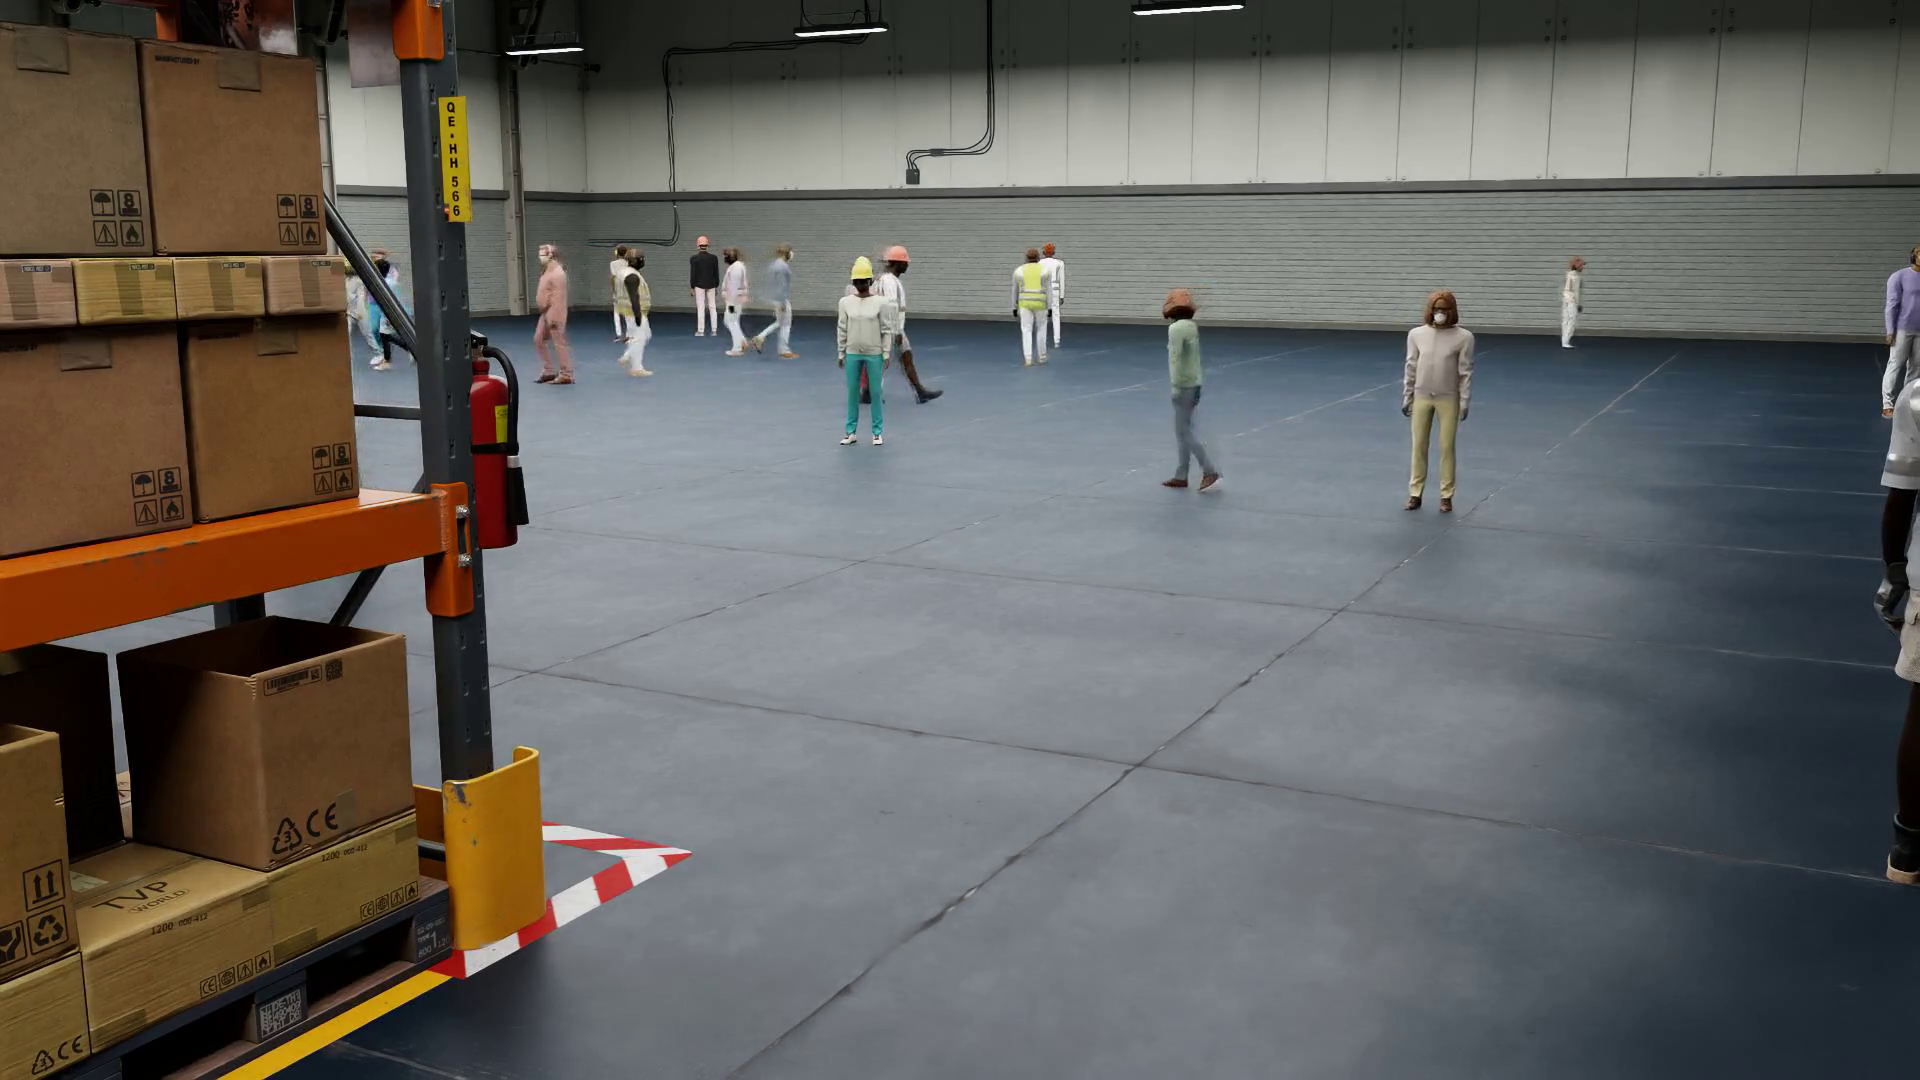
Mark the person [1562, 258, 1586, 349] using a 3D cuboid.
[{"bbox_3d":[10.976,-4.234,29.809,0.325,1.613,0.610,1,10,4],"label":"person"}]

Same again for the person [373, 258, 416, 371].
[{"bbox_3d":[-8.481,-3.366,24.863,0.589,1.680,0.549,-4,11,-18],"label":"person"}]

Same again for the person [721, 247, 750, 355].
[{"bbox_3d":[-3.812,-4.014,28.027,0.445,1.821,0.640,0,10,-1],"label":"person"}]

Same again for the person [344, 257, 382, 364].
[{"bbox_3d":[-9.379,-3.553,25.863,0.507,1.705,0.876,5,11,24],"label":"person"}]

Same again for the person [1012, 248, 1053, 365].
[{"bbox_3d":[1.148,-3.658,26.116,0.653,1.807,0.788,2,10,8],"label":"person"}]

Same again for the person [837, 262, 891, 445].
[{"bbox_3d":[-0.927,-1.791,16.062,0.527,1.767,0.331,2,11,10],"label":"person"}]

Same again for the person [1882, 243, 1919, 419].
[{"bbox_3d":[10.515,-2.299,18.358,0.627,1.940,0.371,-1,10,-3],"label":"person"}]

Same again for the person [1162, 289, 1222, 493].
[{"bbox_3d":[1.861,-1.187,13.241,0.581,1.601,0.549,5,12,27],"label":"person"}]

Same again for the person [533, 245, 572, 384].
[{"bbox_3d":[-5.589,-3.041,22.537,0.637,1.884,0.671,-6,12,-28],"label":"person"}]

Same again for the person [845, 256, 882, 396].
[{"bbox_3d":[-1.193,-2.705,21.057,0.549,1.752,0.407,2,11,11],"label":"person"}]

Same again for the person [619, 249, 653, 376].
[{"bbox_3d":[-4.642,-3.256,23.881,0.444,1.824,0.647,-2,11,-9],"label":"person"}]

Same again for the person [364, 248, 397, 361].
[{"bbox_3d":[-9.381,-3.820,26.988,0.570,1.825,0.484,0,10,-2],"label":"person"}]

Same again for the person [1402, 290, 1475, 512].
[{"bbox_3d":[3.503,-1.016,12.217,0.499,1.626,0.306,6,12,29],"label":"person"}]

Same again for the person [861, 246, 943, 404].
[{"bbox_3d":[-0.736,-2.551,19.870,1.009,1.882,0.567,1,10,7],"label":"person"}]

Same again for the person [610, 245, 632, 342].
[{"bbox_3d":[-6.381,-4.661,31.535,0.532,1.826,0.644,-7,12,-32],"label":"person"}]

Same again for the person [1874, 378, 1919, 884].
[{"bbox_3d":[3.142,0.124,5.078,0.614,1.961,0.361,9,14,42],"label":"person"}]

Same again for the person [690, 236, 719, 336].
[{"bbox_3d":[-5.142,-5.100,33.475,0.610,1.996,0.378,-6,12,-28],"label":"person"}]

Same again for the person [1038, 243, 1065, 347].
[{"bbox_3d":[1.601,-4.415,30.049,0.575,1.883,0.362,0,10,-1],"label":"person"}]

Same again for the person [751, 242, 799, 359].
[{"bbox_3d":[-3.030,-3.910,27.234,0.670,1.919,0.625,-2,11,-9],"label":"person"}]
